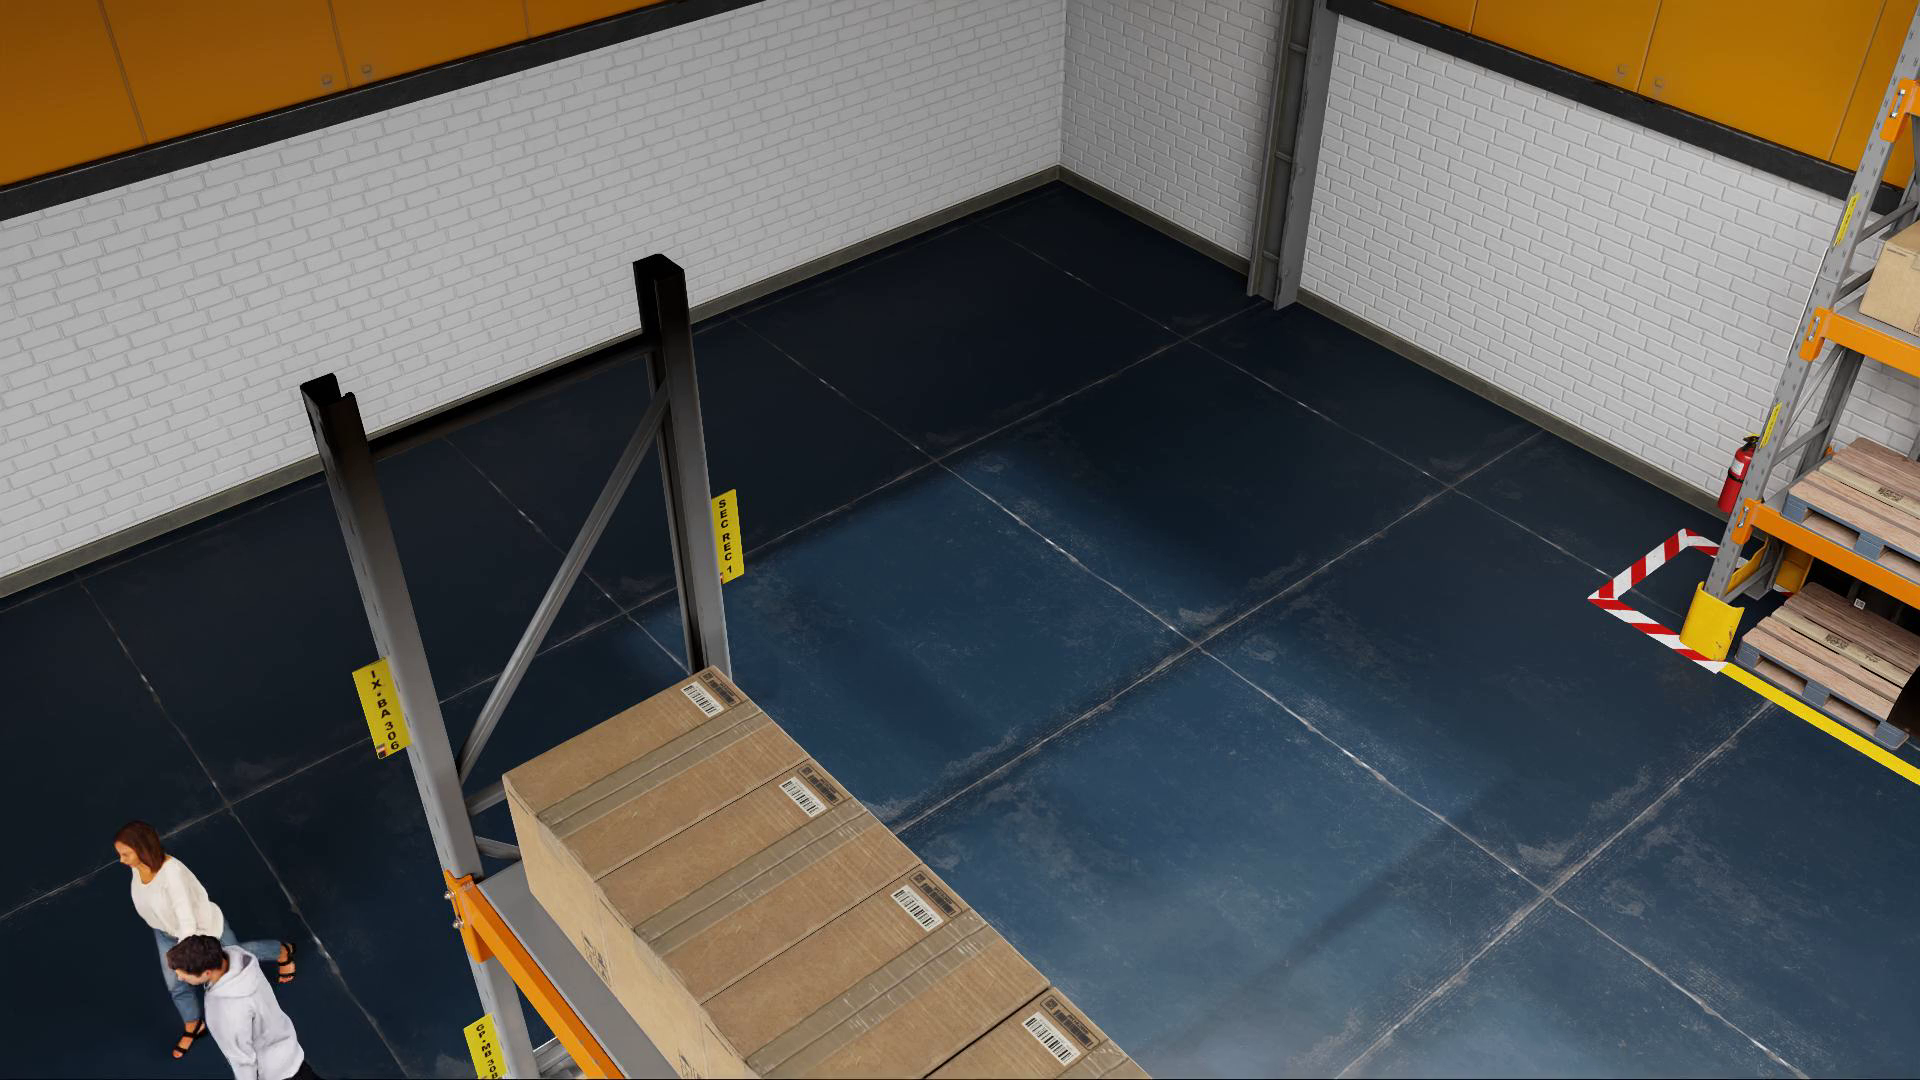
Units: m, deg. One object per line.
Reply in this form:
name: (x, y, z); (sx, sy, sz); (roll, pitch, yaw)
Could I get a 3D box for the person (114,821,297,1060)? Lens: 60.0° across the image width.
person: (-4.160, 2.083, 9.159); (1.091, 1.642, 0.939); (16, 41, 19)

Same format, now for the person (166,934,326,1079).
person: (-3.391, 2.545, 8.394); (0.939, 1.874, 1.220); (-18, 42, -21)
